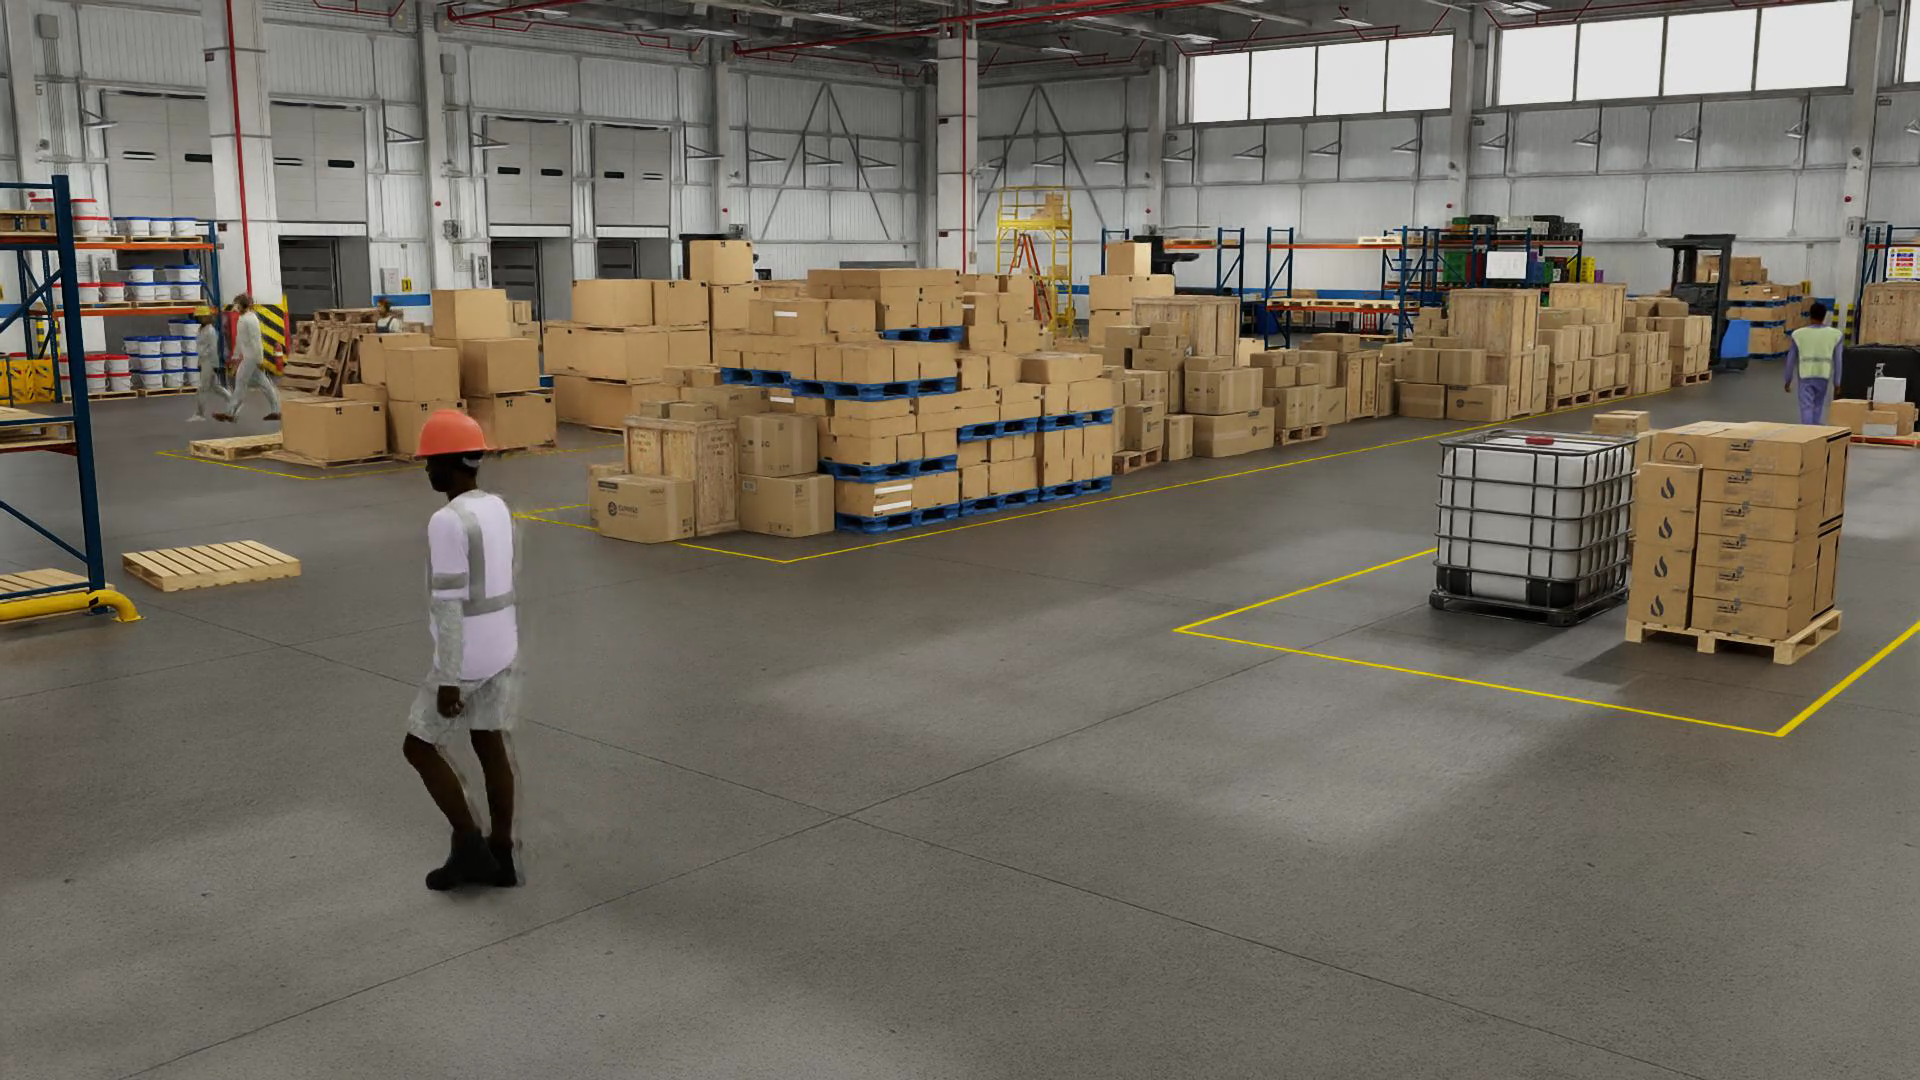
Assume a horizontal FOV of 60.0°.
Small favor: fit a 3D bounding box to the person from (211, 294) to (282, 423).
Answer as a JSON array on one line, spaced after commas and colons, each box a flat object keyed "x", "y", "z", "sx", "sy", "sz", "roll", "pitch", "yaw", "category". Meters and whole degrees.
[{"x": -10.448, "y": -2.654, "z": 24.356, "sx": 1.037, "sy": 1.885, "sz": 0.639, "roll": -6, "pitch": 11, "yaw": -29, "category": "person"}]

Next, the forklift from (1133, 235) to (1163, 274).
[{"x": 4.260, "y": -5.545, "z": 37.963, "sx": 1.873, "sy": 2.768, "sz": 1.129, "roll": 6, "pitch": 12, "yaw": 32, "category": "forklift"}]

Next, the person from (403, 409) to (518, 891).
[{"x": -1.978, "y": 0.449, "z": 6.561, "sx": 0.474, "sy": 1.921, "sz": 0.586, "roll": 2, "pitch": 10, "yaw": 12, "category": "person"}]

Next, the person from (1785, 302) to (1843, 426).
[{"x": 10.695, "y": -2.033, "z": 20.834, "sx": 0.606, "sy": 1.885, "sz": 0.944, "roll": 3, "pitch": 10, "yaw": 16, "category": "person"}]

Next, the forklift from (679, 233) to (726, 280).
[{"x": -5.031, "y": -4.620, "z": 32.696, "sx": 1.873, "sy": 2.768, "sz": 1.129, "roll": 8, "pitch": 13, "yaw": 40, "category": "forklift"}]

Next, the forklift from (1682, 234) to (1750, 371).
[{"x": 15.260, "y": -4.861, "z": 34.066, "sx": 1.873, "sy": 2.768, "sz": 1.129, "roll": -7, "pitch": 12, "yaw": -34, "category": "forklift"}]

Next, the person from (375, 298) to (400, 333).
[{"x": -8.744, "y": -2.804, "z": 25.456, "sx": 0.524, "sy": 1.799, "sz": 0.951, "roll": 5, "pitch": 11, "yaw": 27, "category": "person"}]

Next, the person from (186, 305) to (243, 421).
[{"x": -11.144, "y": -2.643, "z": 24.761, "sx": 0.816, "sy": 1.712, "sz": 0.493, "roll": -9, "pitch": 13, "yaw": -42, "category": "person"}]

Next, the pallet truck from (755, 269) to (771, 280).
[{"x": -4.996, "y": -6.432, "z": 45.525, "sx": 1.885, "sy": 1.965, "sz": 0.823, "roll": -6, "pitch": 12, "yaw": -32, "category": "pallet truck"}]
